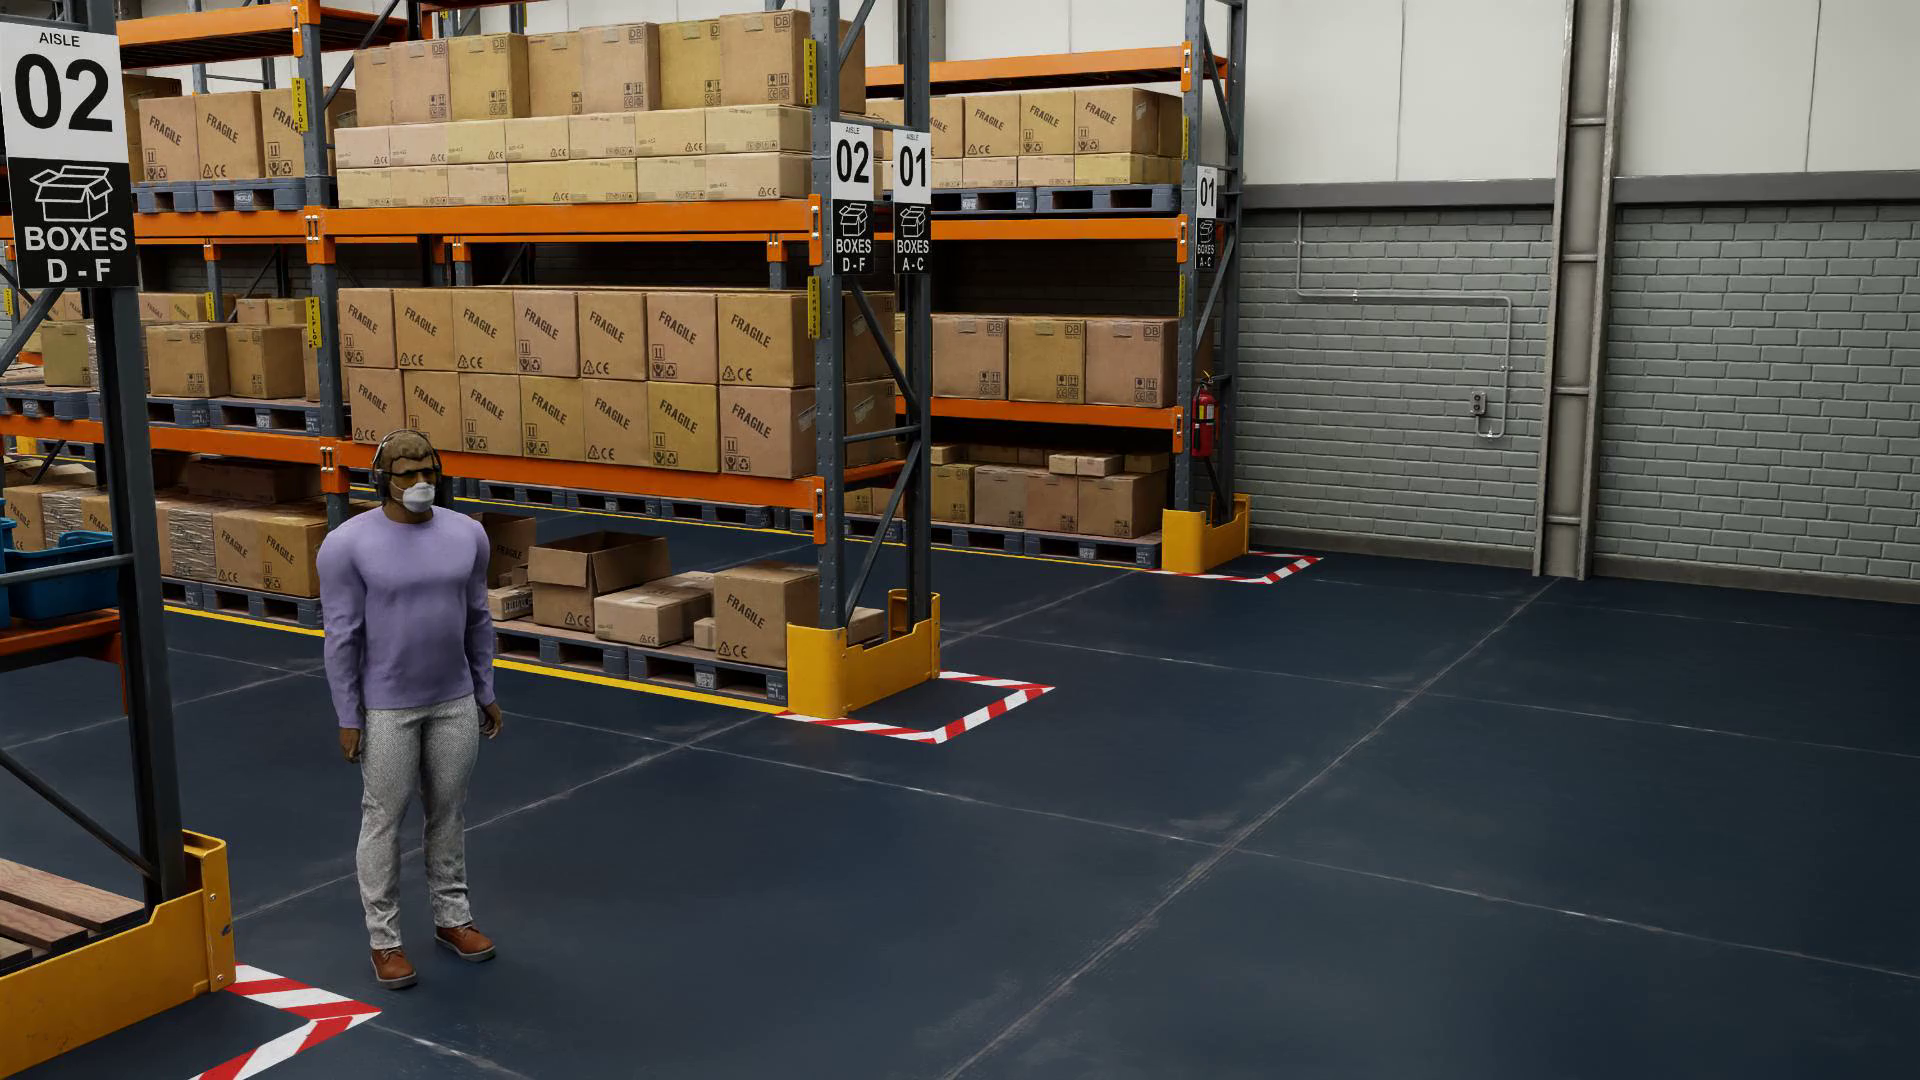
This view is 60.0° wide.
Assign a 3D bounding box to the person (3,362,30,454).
[{"bbox_3d":[-9.371,-1.154,16.156,0.996,1.884,0.547,5,11,29],"label":"person"}]

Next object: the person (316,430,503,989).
[{"bbox_3d":[-1.909,0.577,5.862,0.372,1.940,0.627,9,14,44],"label":"person"}]
